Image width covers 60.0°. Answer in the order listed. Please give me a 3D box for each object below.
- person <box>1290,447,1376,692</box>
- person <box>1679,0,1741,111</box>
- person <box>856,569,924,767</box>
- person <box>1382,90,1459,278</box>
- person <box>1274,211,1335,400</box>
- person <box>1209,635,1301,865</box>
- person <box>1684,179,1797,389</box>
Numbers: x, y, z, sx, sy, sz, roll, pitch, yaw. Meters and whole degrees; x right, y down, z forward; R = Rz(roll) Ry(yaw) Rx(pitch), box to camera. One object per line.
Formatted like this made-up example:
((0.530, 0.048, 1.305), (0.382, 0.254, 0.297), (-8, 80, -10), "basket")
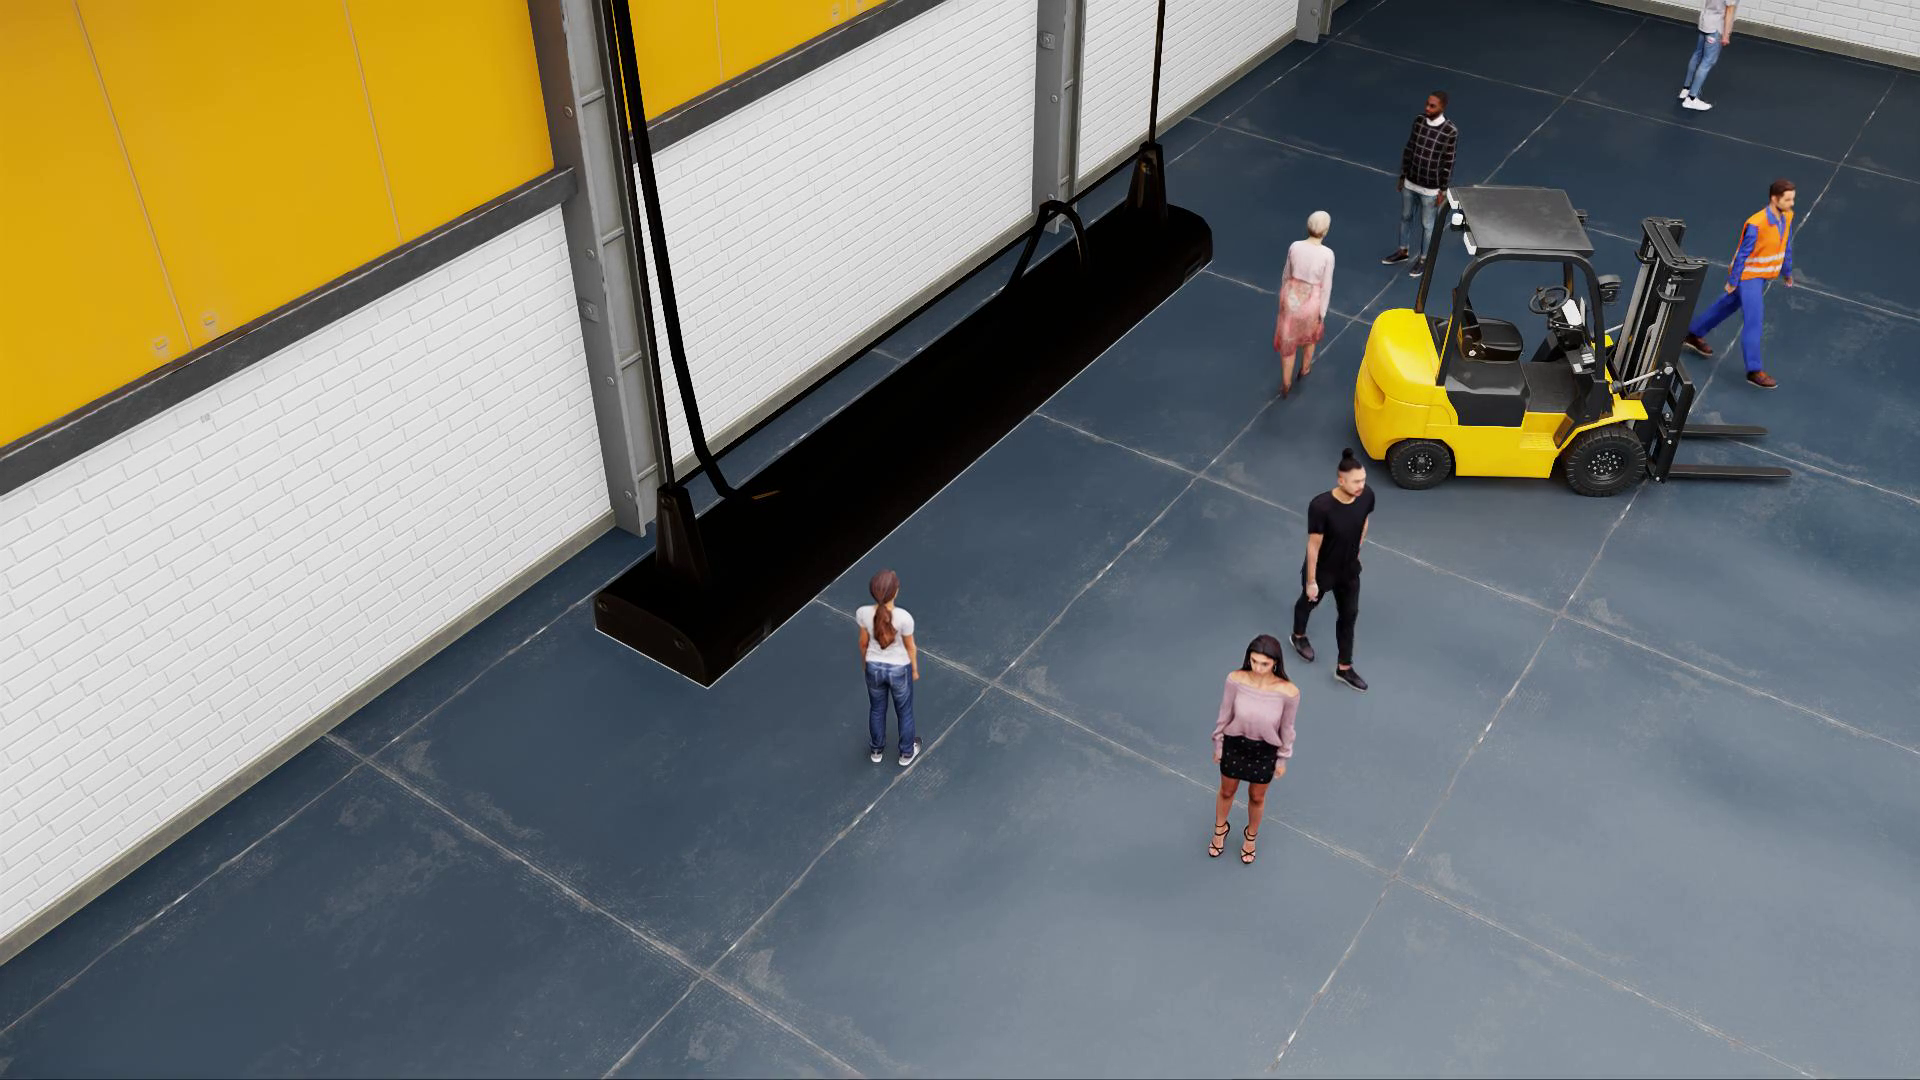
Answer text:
((2.465, 0.103, 11.289), (1.061, 1.839, 1.062), (-13, 41, -16), "person")
((8.481, -5.823, 18.677), (0.841, 1.880, 0.738), (-6, 39, -7), "person")
((-0.454, 0.810, 10.626), (0.606, 1.563, 0.624), (8, 39, 10), "person")
((4.389, -3.380, 15.666), (0.630, 1.818, 0.722), (-29, 47, -31), "person")
((2.859, -1.930, 13.969), (0.715, 1.672, 0.859), (12, 40, 14), "person")
((1.725, 1.256, 9.868), (0.683, 1.811, 0.629), (12, 40, 14), "person")
((6.733, -2.281, 14.290), (1.242, 1.819, 1.017), (-25, 45, -28), "person")
